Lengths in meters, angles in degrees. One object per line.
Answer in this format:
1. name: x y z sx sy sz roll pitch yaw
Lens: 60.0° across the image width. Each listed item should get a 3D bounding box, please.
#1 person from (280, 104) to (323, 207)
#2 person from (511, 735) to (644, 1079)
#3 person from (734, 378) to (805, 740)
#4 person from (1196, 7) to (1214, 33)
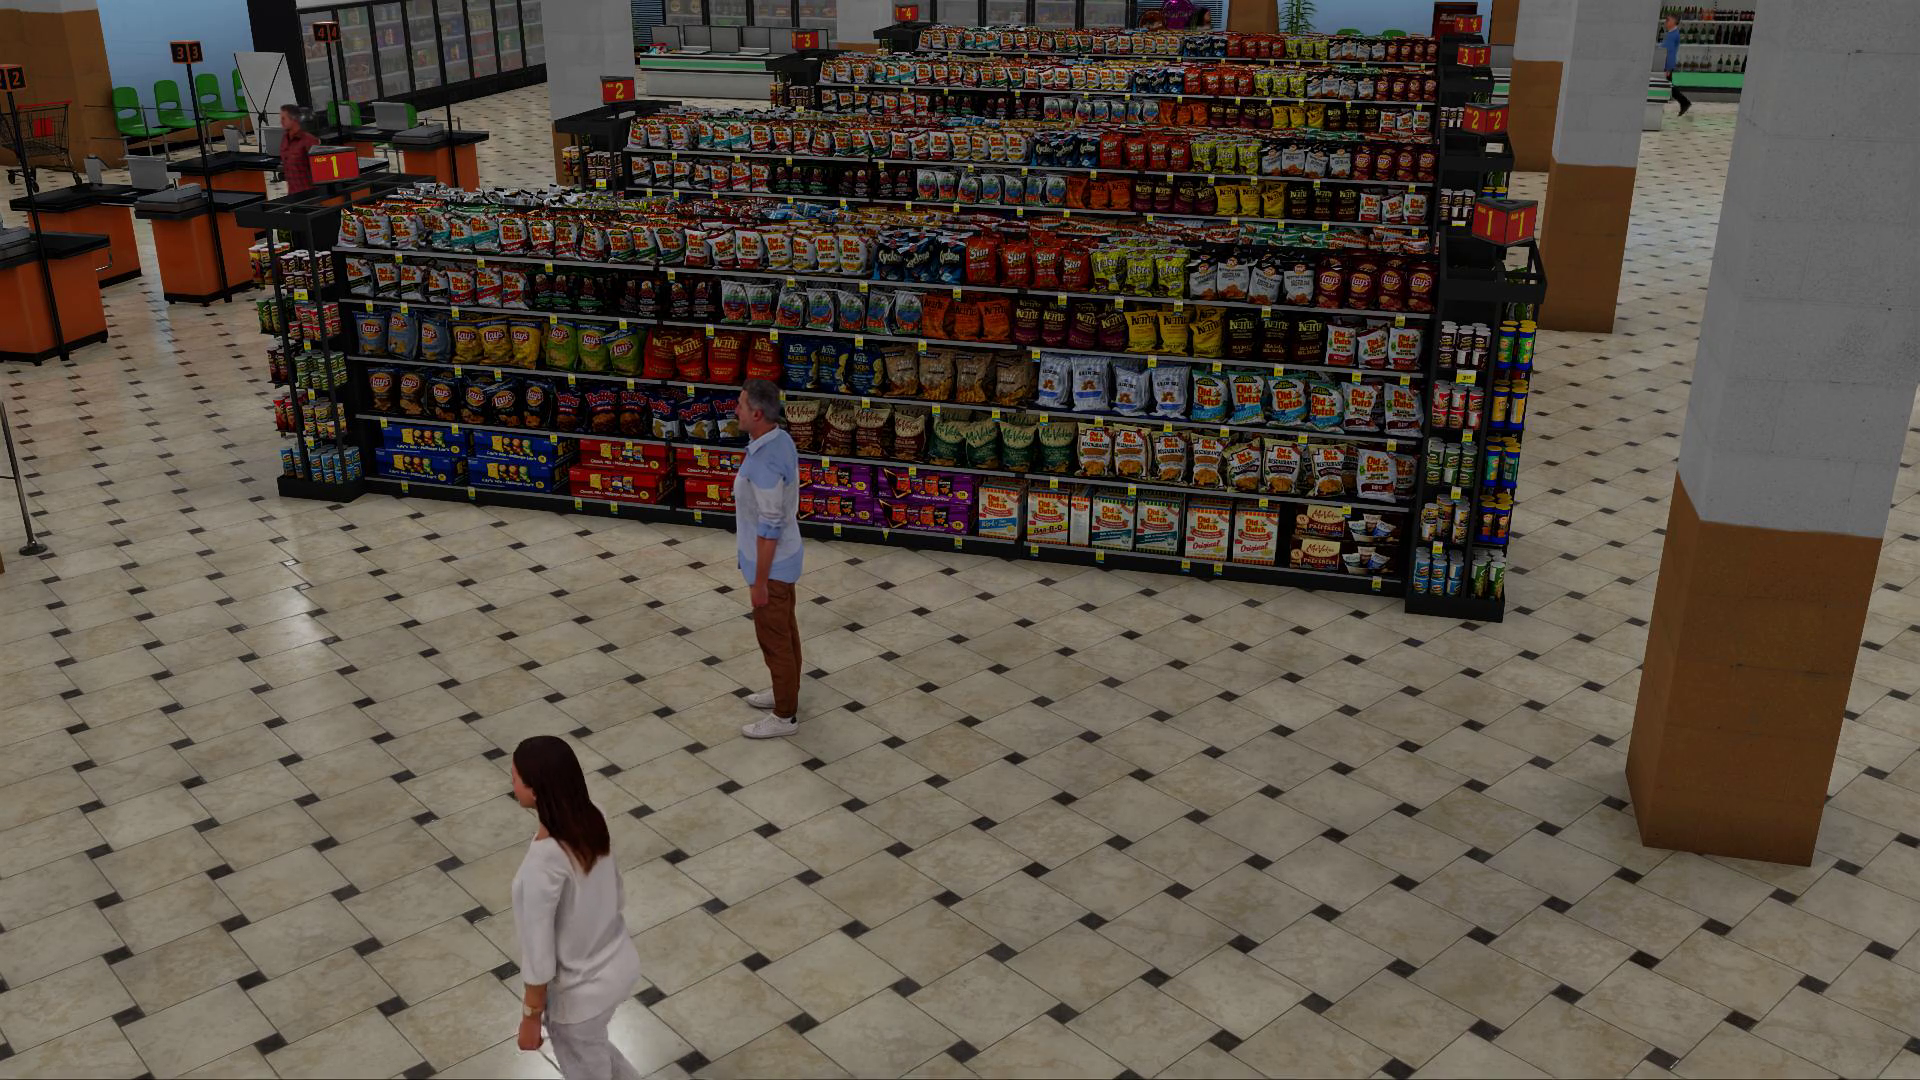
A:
1. person: -6.913 -3.683 17.580 0.624 1.829 0.808 15 26 32
2. person: -1.097 1.375 5.197 0.690 1.677 0.665 3 22 6
3. person: -0.930 0.082 8.213 0.674 1.827 0.745 0 22 -1
4. person: 4.452 -9.073 31.174 1.249 1.695 0.821 10 24 23
